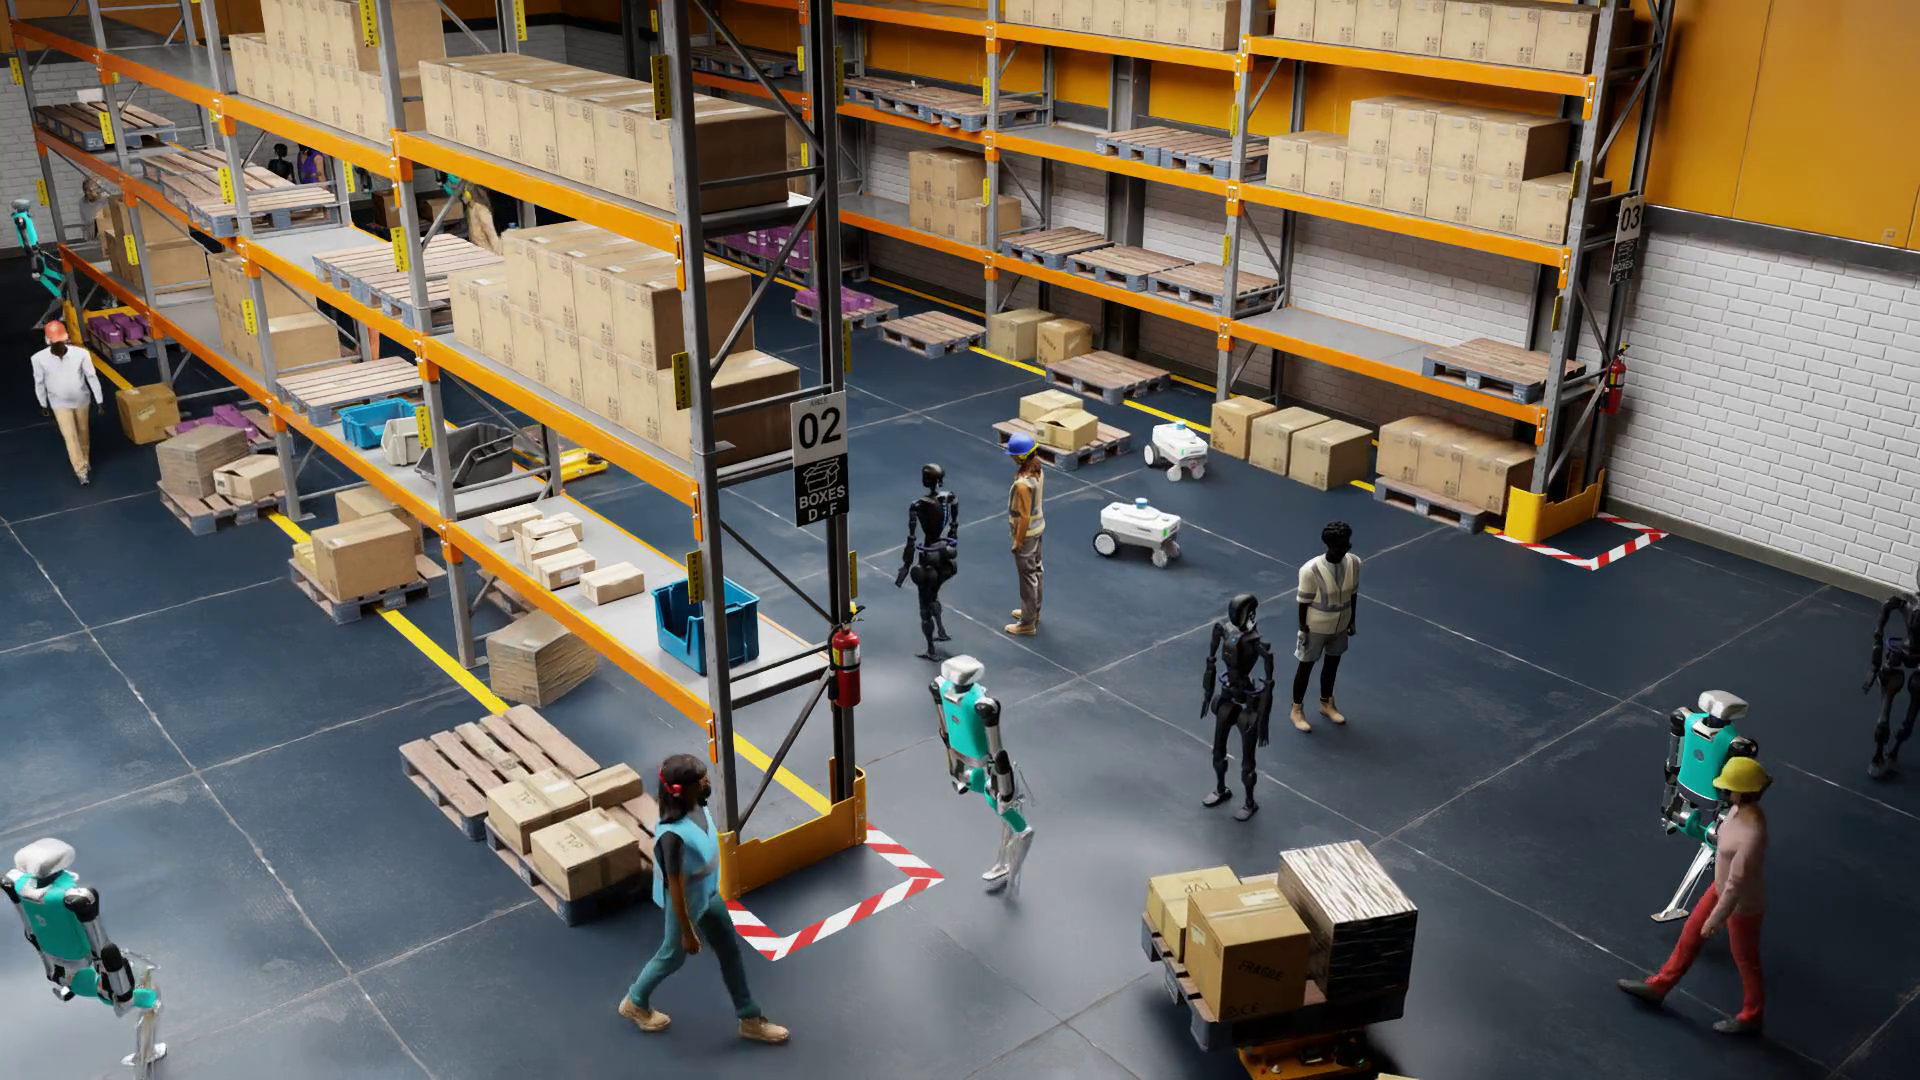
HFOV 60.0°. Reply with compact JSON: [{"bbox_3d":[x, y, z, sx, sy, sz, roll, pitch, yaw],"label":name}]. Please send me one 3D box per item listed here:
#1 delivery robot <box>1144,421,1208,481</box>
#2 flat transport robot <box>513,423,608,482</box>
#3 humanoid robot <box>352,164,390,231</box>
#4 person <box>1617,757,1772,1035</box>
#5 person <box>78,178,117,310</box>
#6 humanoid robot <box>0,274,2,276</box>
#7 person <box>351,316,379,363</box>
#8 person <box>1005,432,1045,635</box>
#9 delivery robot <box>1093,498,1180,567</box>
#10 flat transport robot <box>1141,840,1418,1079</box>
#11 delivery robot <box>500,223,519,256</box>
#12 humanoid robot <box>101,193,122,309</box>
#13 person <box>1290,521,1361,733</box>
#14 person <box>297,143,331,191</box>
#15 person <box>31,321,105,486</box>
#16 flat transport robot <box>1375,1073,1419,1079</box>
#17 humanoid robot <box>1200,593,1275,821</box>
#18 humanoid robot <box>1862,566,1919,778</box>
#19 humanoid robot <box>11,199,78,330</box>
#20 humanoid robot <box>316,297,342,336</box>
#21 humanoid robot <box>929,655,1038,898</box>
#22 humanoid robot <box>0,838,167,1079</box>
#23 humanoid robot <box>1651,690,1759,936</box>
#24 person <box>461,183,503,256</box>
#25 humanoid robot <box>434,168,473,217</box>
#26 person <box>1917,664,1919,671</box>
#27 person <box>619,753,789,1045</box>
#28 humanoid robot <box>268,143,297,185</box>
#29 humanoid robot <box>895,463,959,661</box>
[{"bbox_3d":[2.295,-0.968,17.529,0.517,0.598,0.769,-9,25,-19],"label":"delivery robot"},{"bbox_3d":[-4.453,-0.944,17.829,0.659,0.231,1.431,-21,31,-39],"label":"flat transport robot"},{"bbox_3d":[-9.643,-5.918,27.443,0.761,1.733,0.535,-11,26,-23],"label":"humanoid robot"},{"bbox_3d":[4.181,1.977,9.222,0.867,1.722,0.542,5,24,10],"label":"person"},{"bbox_3d":[-12.015,-4.238,23.479,0.678,1.849,1.026,7,24,15],"label":"person"},{"bbox_3d":[-14.707,-4.589,24.533,0.730,1.624,0.616,2,23,5],"label":"humanoid robot"},{"bbox_3d":[-7.173,-2.728,20.086,0.499,1.759,0.339,13,27,28],"label":"person"},{"bbox_3d":[0.536,-0.060,13.885,0.324,1.772,0.468,7,24,16],"label":"person"},{"bbox_3d":[1.660,-0.095,15.521,0.807,0.609,0.499,14,27,30],"label":"delivery robot"},{"bbox_3d":[1.759,2.598,9.628,0.659,0.231,1.431,-6,24,-13],"label":"flat transport robot"},{"bbox_3d":[-6.989,-4.649,26.071,0.519,0.613,0.784,-3,24,-7],"label":"delivery robot"},{"bbox_3d":[-11.637,-3.985,23.071,1.013,1.777,0.530,-2,23,-4],"label":"humanoid robot"},{"bbox_3d":[2.723,0.632,12.390,0.534,1.692,0.320,-10,25,-22],"label":"person"},{"bbox_3d":[-10.273,-5.579,26.485,0.529,1.924,0.429,13,26,27],"label":"person"},{"bbox_3d":[-9.156,-1.432,17.142,0.580,1.693,0.910,-15,27,-30],"label":"person"},{"bbox_3d":[2.338,3.306,7.988,1.431,0.231,0.659,6,24,14],"label":"flat transport robot"},{"bbox_3d":[1.889,1.117,11.280,0.323,1.654,0.590,-21,31,-39],"label":"humanoid robot"},{"bbox_3d":[6.735,0.922,11.734,0.612,1.651,0.438,8,25,18],"label":"humanoid robot"},{"bbox_3d":[-12.268,-3.709,22.382,0.779,1.781,0.555,-10,25,-21],"label":"humanoid robot"},{"bbox_3d":[-8.425,-3.493,21.955,0.365,1.641,0.614,16,28,33],"label":"humanoid robot"},{"bbox_3d":[0.235,1.474,10.437,0.542,1.801,0.809,22,31,40],"label":"humanoid robot"},{"bbox_3d":[-4.405,2.192,8.718,0.585,1.773,0.880,8,25,17],"label":"humanoid robot"},{"bbox_3d":[4.538,1.604,9.909,0.735,1.677,0.533,-13,27,-28],"label":"humanoid robot"},{"bbox_3d":[-6.549,-4.000,22.915,0.467,1.843,0.586,-15,27,-31],"label":"person"},{"bbox_3d":[-8.532,-6.123,27.943,0.983,1.726,0.539,6,24,14],"label":"humanoid robot"},{"bbox_3d":[7.807,0.263,12.958,0.547,1.923,0.385,15,27,31],"label":"person"},{"bbox_3d":[-1.494,1.978,9.110,0.985,1.821,0.542,6,24,14],"label":"person"},{"bbox_3d":[-10.857,-5.523,26.662,0.611,1.646,0.323,10,25,22],"label":"humanoid robot"},{"bbox_3d":[-0.244,0.174,13.463,0.605,1.651,0.327,-21,31,-40],"label":"humanoid robot"}]
